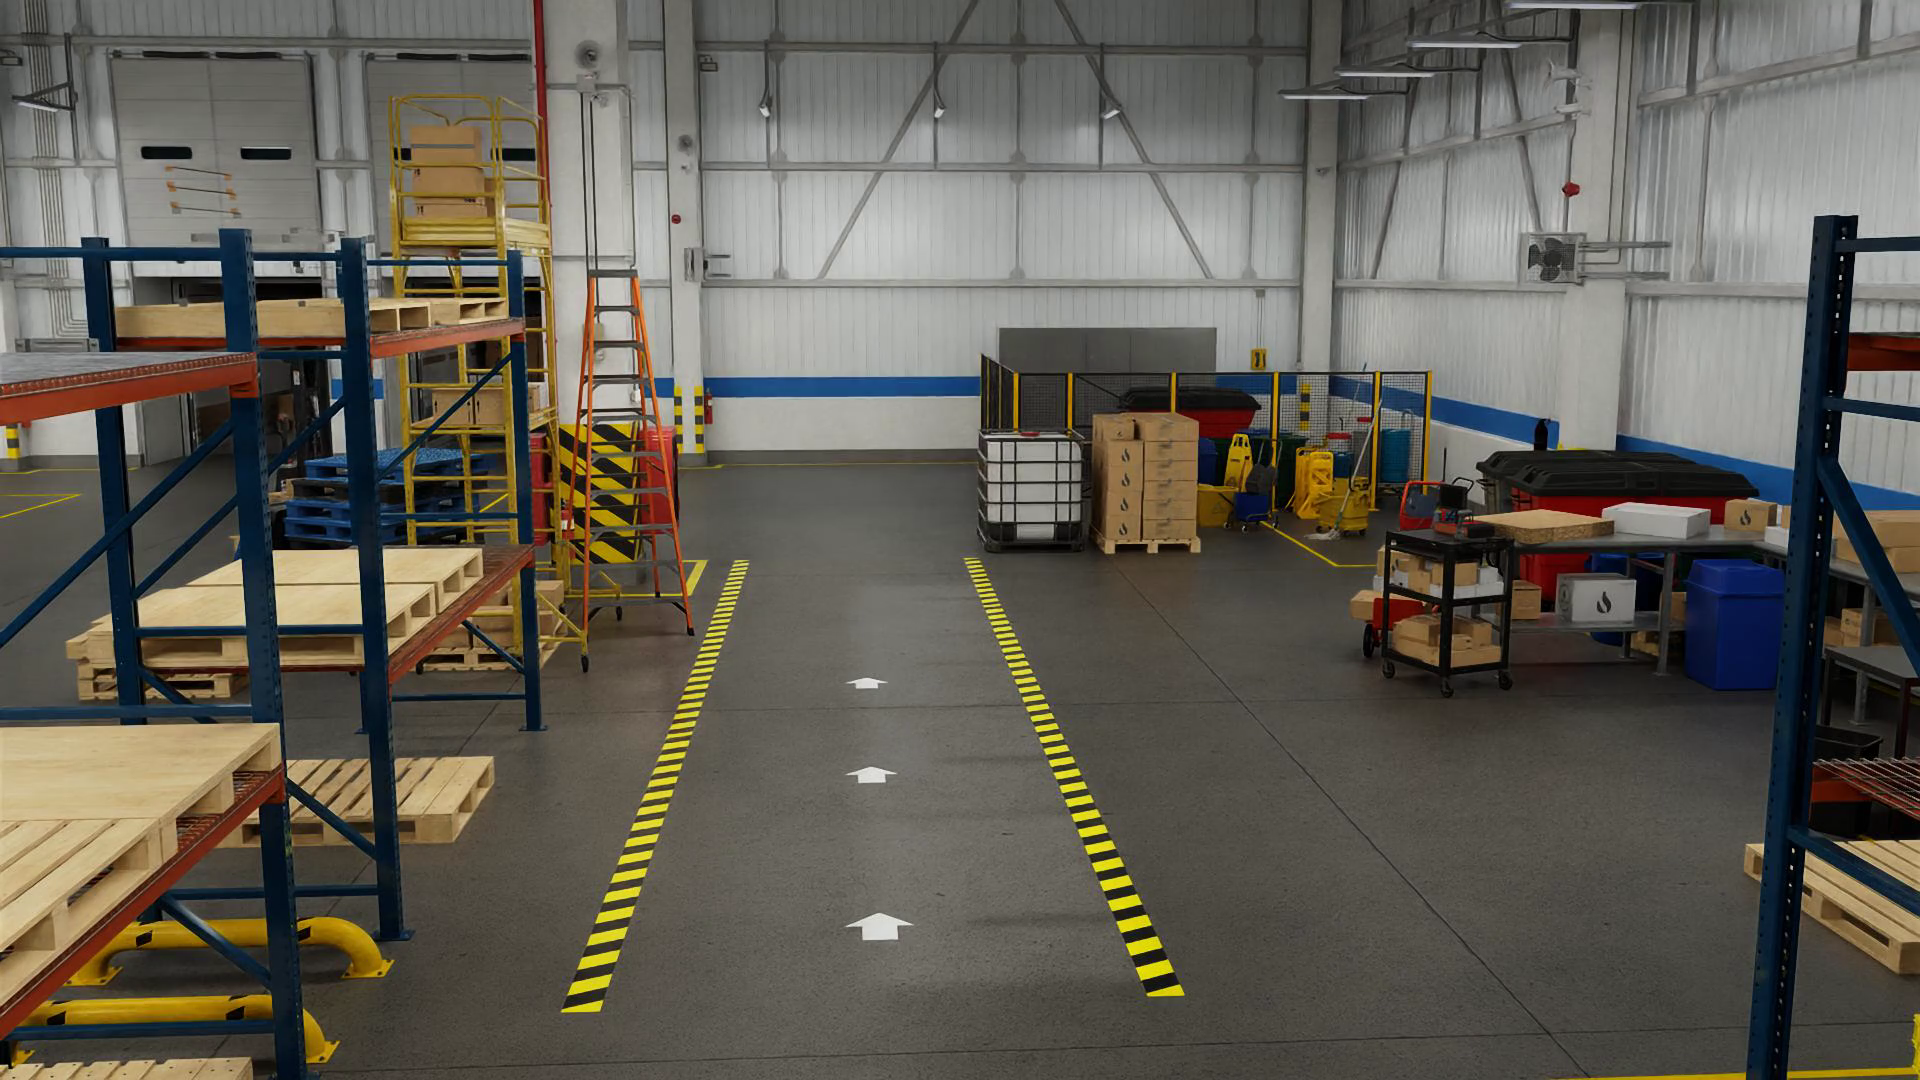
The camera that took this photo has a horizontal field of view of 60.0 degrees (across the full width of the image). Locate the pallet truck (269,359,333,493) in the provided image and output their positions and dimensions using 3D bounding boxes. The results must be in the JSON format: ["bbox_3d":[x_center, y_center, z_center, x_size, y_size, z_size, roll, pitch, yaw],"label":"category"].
[{"bbox_3d":[-7.062,-1.131,18.996,1.885,1.965,0.823,2,9,13],"label":"pallet truck"}]
